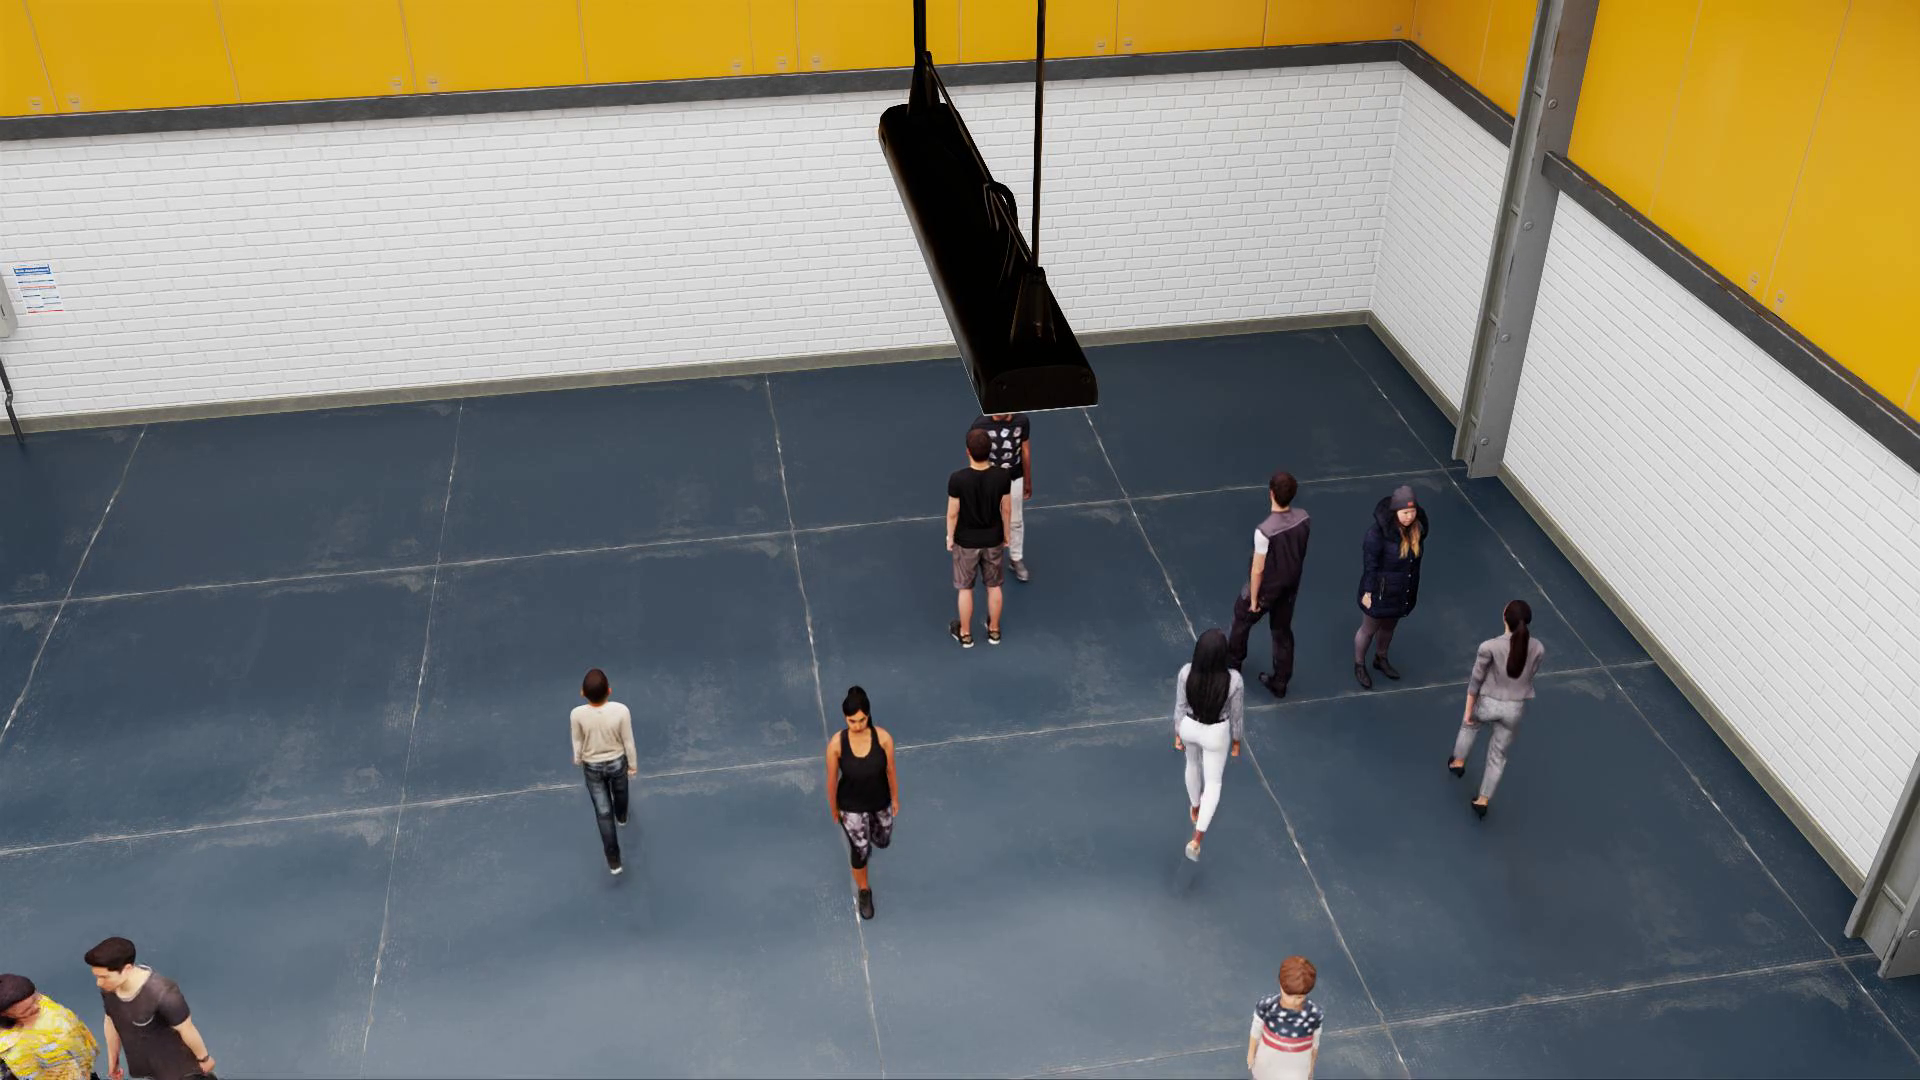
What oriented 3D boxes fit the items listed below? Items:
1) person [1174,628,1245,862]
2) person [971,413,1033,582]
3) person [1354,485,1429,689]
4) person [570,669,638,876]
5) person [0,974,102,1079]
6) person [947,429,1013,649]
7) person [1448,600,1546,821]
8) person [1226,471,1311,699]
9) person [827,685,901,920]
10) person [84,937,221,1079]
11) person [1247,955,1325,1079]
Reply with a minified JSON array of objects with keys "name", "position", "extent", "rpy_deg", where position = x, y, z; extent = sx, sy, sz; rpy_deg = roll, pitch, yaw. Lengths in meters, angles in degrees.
[{"name":"person","position":[1.567,1.331,10.790],"extent":[0.923,1.701,1.133],"rpy_deg":[10,35,15]},{"name":"person","position":[0.329,-0.475,13.420],"extent":[0.676,1.799,0.613],"rpy_deg":[-9,35,-13]},{"name":"person","position":[3.172,0.328,12.324],"extent":[0.737,1.674,0.738],"rpy_deg":[-14,36,-20]},{"name":"person","position":[-2.298,1.506,10.766],"extent":[0.631,1.437,1.021],"rpy_deg":[-9,35,-14]},{"name":"person","position":[-4.761,2.848,8.642],"extent":[0.850,1.553,0.760],"rpy_deg":[-22,40,-30]},{"name":"person","position":[0.145,-0.004,12.656],"extent":[0.651,1.859,0.543],"rpy_deg":[-6,34,-9]},{"name":"person","position":[3.589,1.185,11.057],"extent":[0.751,1.650,0.924],"rpy_deg":[2,34,3]},{"name":"person","position":[2.352,0.381,12.113],"extent":[0.800,1.819,0.994],"rpy_deg":[-16,37,-23]},{"name":"person","position":[-0.615,1.586,10.453],"extent":[0.665,1.651,0.873],"rpy_deg":[-10,35,-15]},{"name":"person","position":[-4.165,2.665,8.813],"extent":[0.998,1.670,1.148],"rpy_deg":[14,36,21]},{"name":"person","position":[1.742,2.735,8.926],"extent":[0.701,1.427,0.859],"rpy_deg":[8,34,12]}]
